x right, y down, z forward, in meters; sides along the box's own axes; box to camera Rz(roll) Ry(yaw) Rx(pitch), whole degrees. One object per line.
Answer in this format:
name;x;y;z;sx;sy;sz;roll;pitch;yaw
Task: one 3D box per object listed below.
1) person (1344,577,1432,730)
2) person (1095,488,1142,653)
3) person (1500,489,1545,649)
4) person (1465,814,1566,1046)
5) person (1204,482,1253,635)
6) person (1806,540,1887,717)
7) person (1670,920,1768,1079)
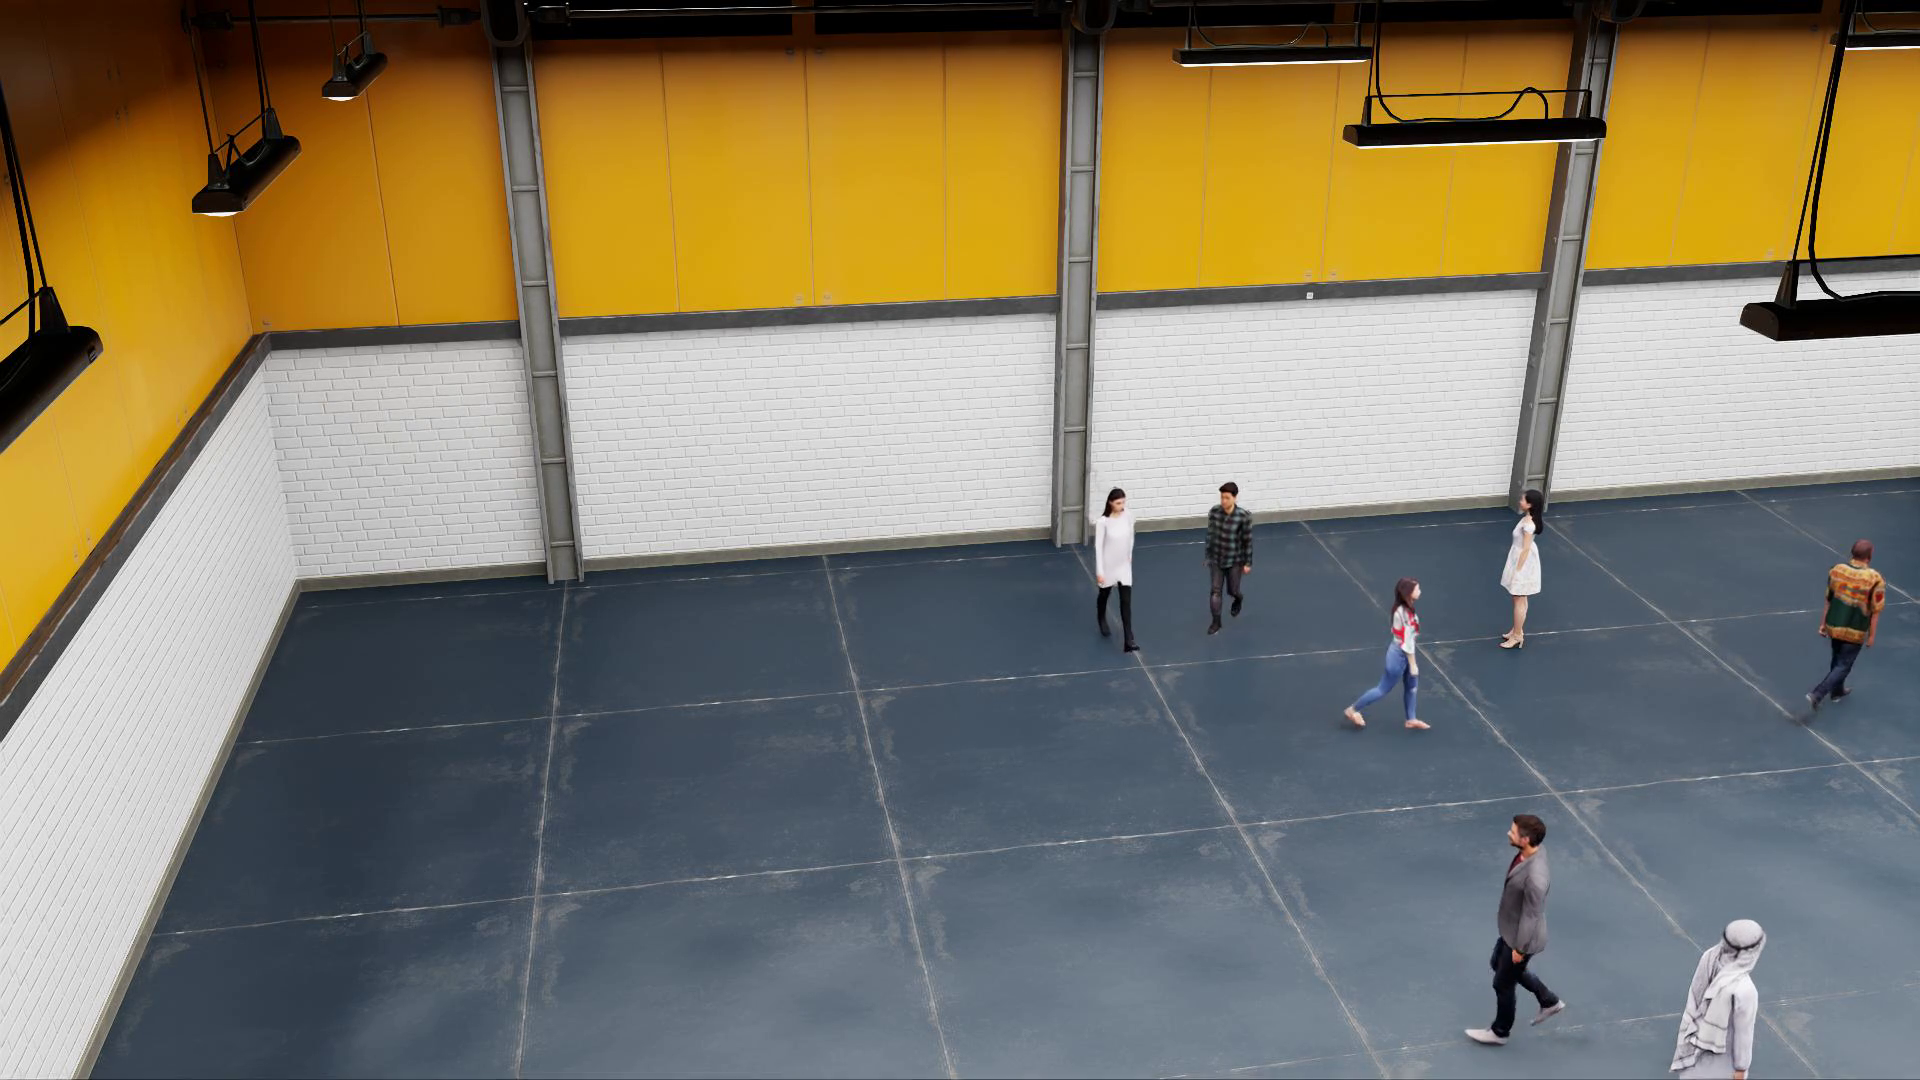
person;4.088;1.110;15.789;1.135;1.584;0.891;7;24;15
person;1.581;0.269;17.497;1.099;1.756;0.791;-7;25;-16
person;5.887;0.295;17.414;0.815;1.775;0.773;11;26;23
person;4.020;2.763;11.672;1.038;1.853;0.905;4;24;10
person;2.822;0.149;17.457;0.977;1.697;0.993;15;28;30
person;8.557;0.869;16.095;1.238;1.781;0.977;-15;28;-31
person;4.801;3.216;10.543;0.604;1.927;0.680;-4;24;-8
